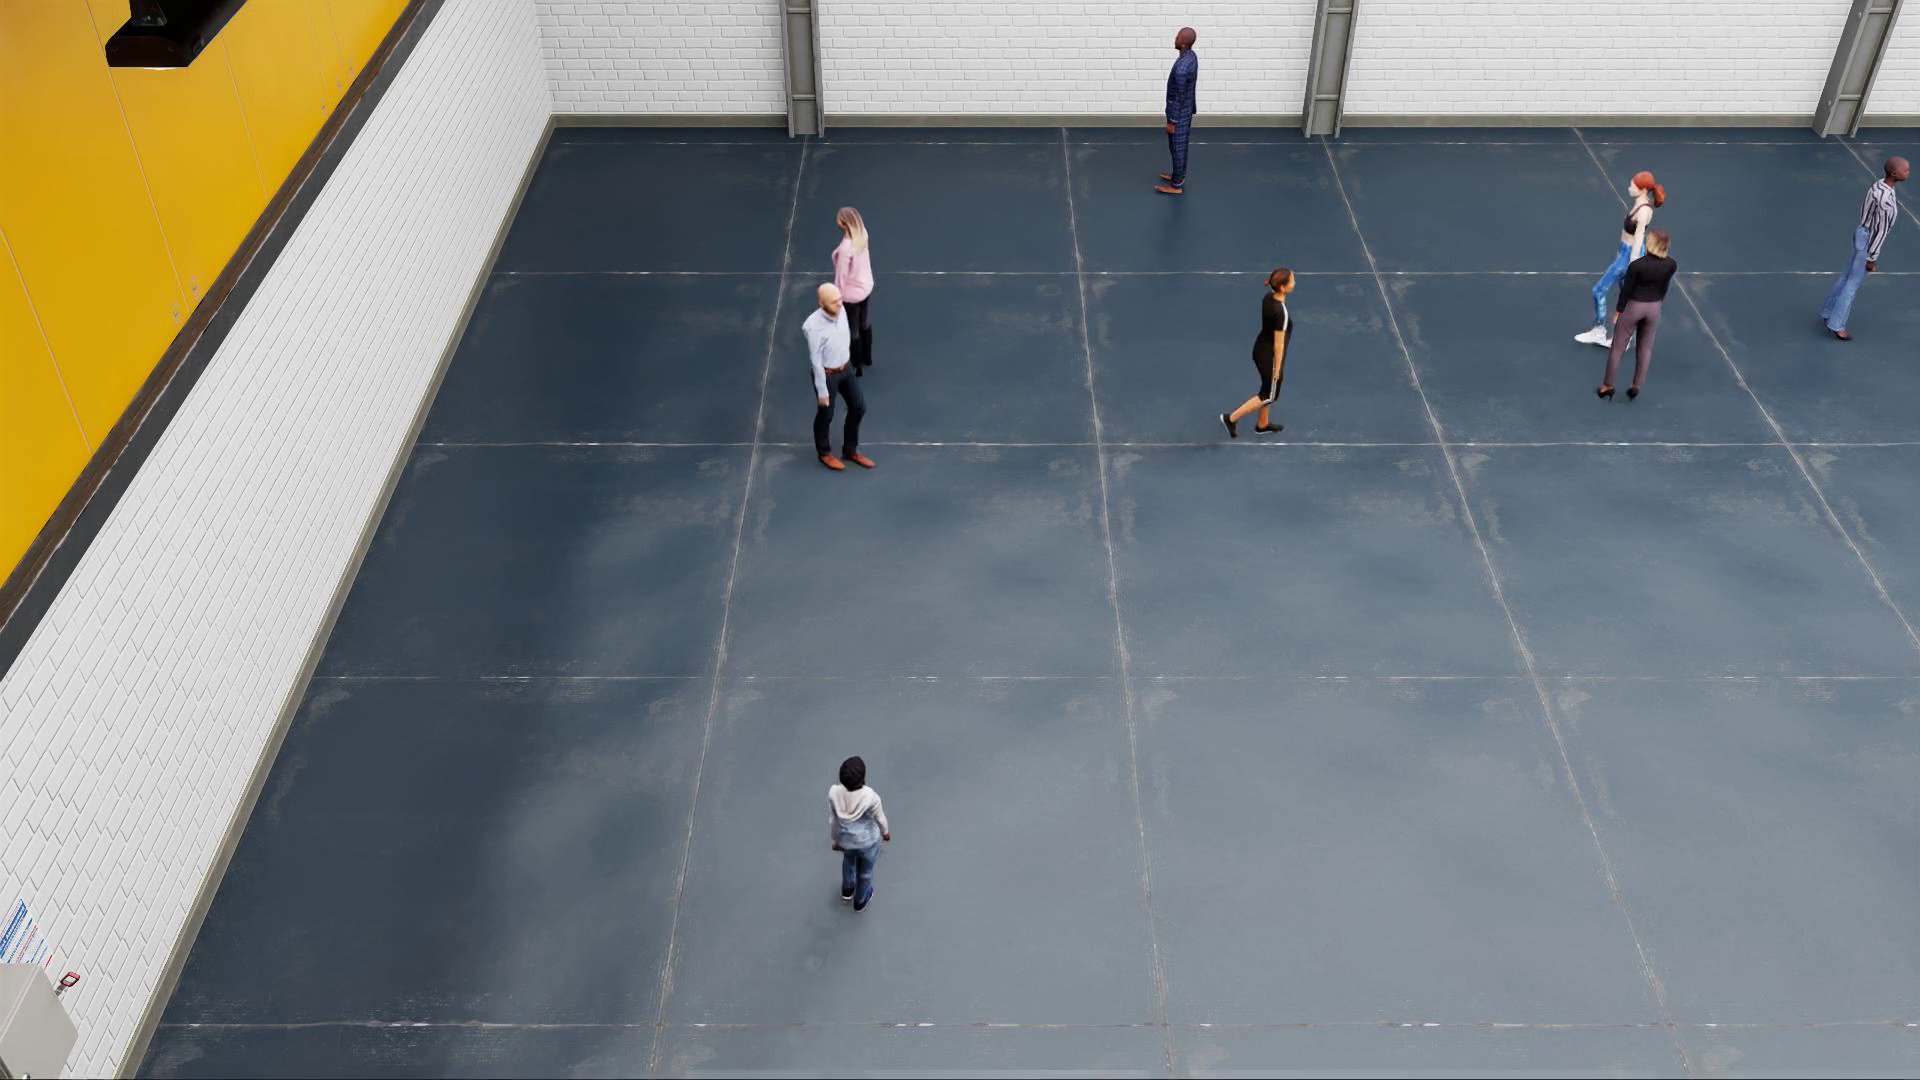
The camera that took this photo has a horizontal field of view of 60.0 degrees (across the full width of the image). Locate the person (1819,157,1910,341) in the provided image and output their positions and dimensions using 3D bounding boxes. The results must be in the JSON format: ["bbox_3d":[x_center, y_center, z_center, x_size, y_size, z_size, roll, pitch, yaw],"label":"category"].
[{"bbox_3d":[8.407,-2.726,15.441,0.616,1.795,0.679,9,40,11],"label":"person"}]

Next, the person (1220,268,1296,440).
[{"bbox_3d":[2.546,-1.548,14.081,0.888,1.651,0.664,-6,39,-7],"label":"person"}]

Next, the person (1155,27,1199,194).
[{"bbox_3d":[2.358,-4.604,17.773,0.701,1.819,0.725,10,40,13],"label":"person"}]

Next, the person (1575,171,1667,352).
[{"bbox_3d":[6.184,-2.516,15.202,0.821,1.766,0.739,14,41,17],"label":"person"}]

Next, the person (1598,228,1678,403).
[{"bbox_3d":[5.962,-1.960,14.585,0.511,1.666,0.663,-3,39,-4],"label":"person"}]

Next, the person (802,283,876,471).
[{"bbox_3d":[-1.116,-1.370,13.759,0.922,1.775,0.859,26,45,28],"label":"person"}]

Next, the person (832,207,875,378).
[{"bbox_3d":[-0.912,-2.222,14.896,0.717,1.687,0.709,16,41,19],"label":"person"}]

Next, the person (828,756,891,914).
[{"bbox_3d":[-0.647,1.843,10.159,0.536,1.247,0.607,12,40,14],"label":"person"}]
